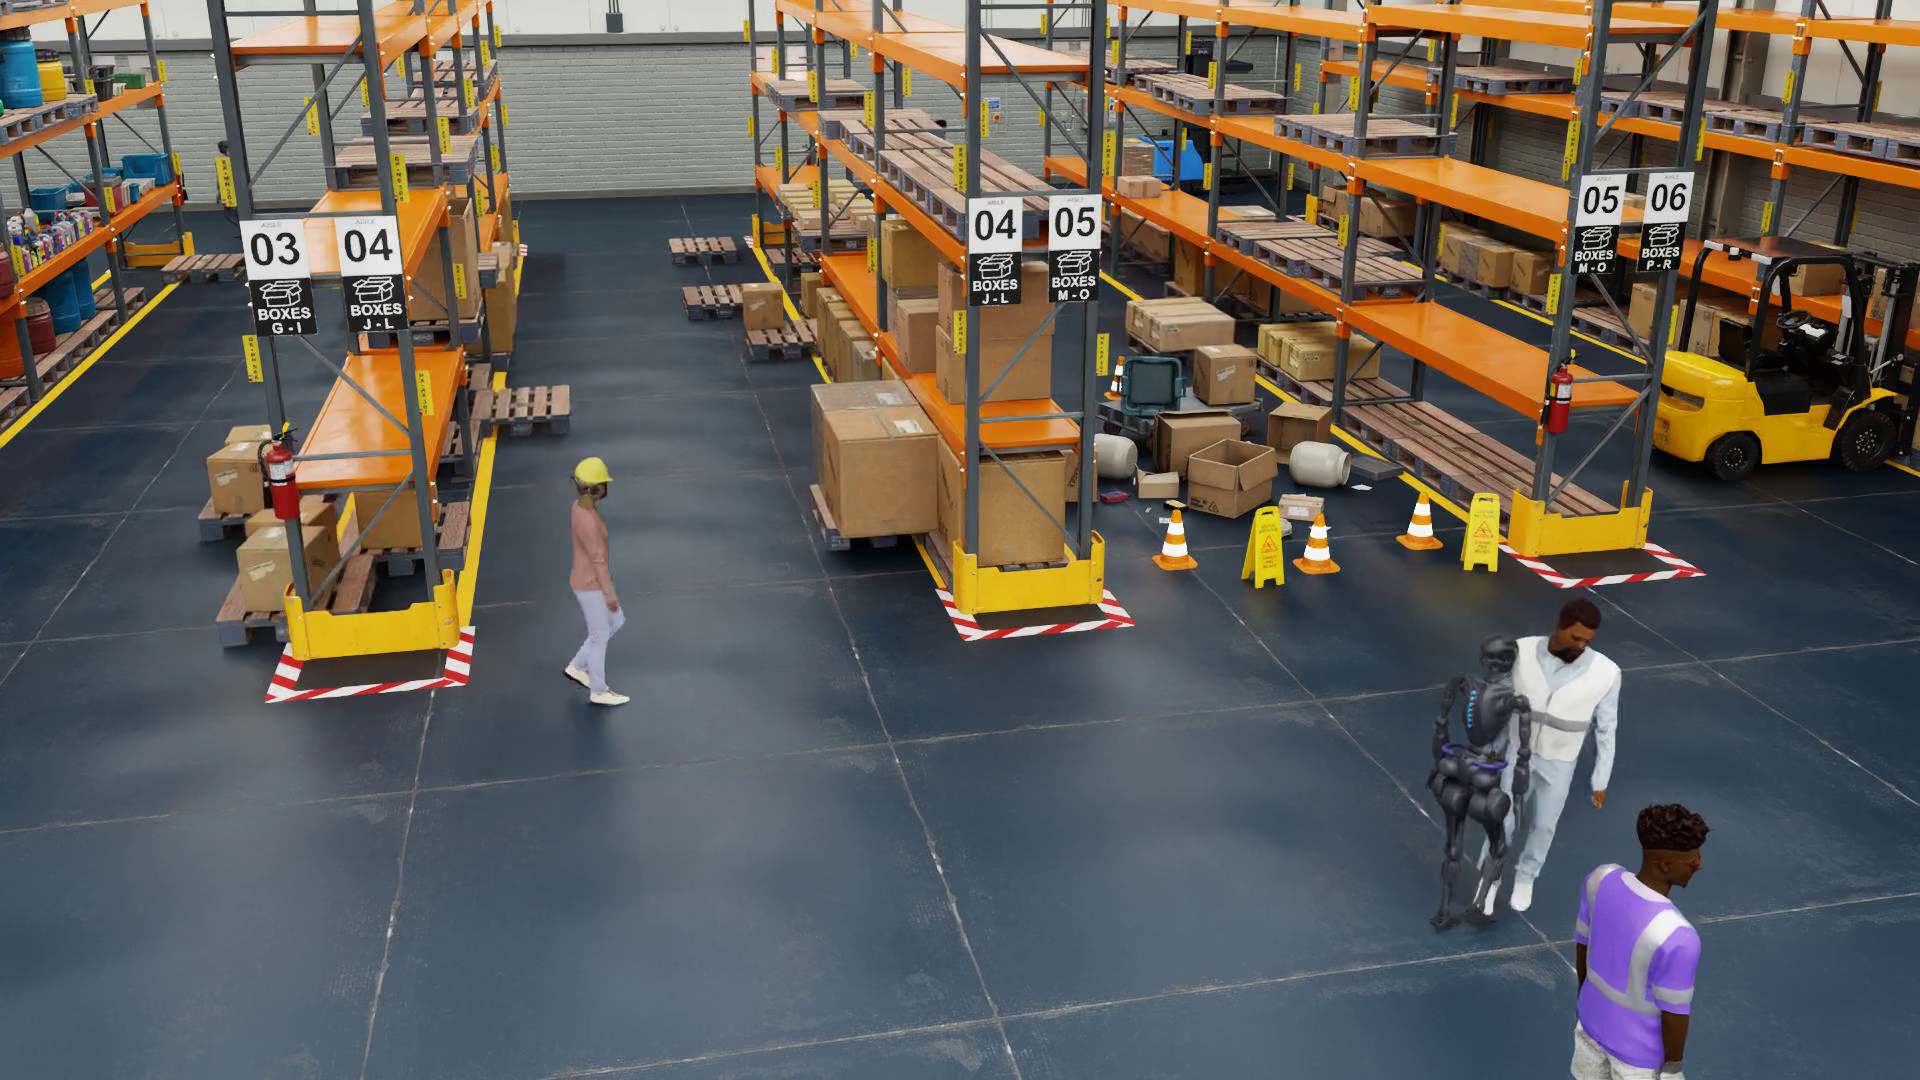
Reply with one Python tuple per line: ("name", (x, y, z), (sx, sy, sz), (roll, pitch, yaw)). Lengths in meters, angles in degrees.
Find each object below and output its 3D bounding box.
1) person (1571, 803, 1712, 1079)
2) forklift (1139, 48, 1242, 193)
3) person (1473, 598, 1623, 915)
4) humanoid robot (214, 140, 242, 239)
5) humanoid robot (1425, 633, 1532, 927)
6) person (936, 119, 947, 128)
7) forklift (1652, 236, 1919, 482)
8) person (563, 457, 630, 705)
("person", (2.652, 1.928, 6.582), (0.374, 1.962, 0.605), (-5, 21, -14))
("forklift", (4.566, -8.313, 32.860), (1.873, 2.768, 1.129), (-4, 21, -12))
("person", (3.097, 1.161, 8.758), (0.636, 1.879, 0.598), (10, 23, 25))
("humanoid robot", (-12.259, -5.917, 28.111), (0.434, 1.642, 0.600), (8, 22, 20))
("humanoid robot", (2.706, 1.273, 8.767), (0.402, 1.644, 0.616), (-15, 25, -35))
("person", (-0.391, -6.977, 30.954), (0.429, 1.680, 0.541), (-2, 20, -6))
("forklift", (8.013, -1.814, 16.330), (2.313, 2.155, 1.214), (-4, 21, -12))
("person", (-2.476, 0.295, 11.266), (0.385, 1.749, 0.540), (-4, 21, -11))
